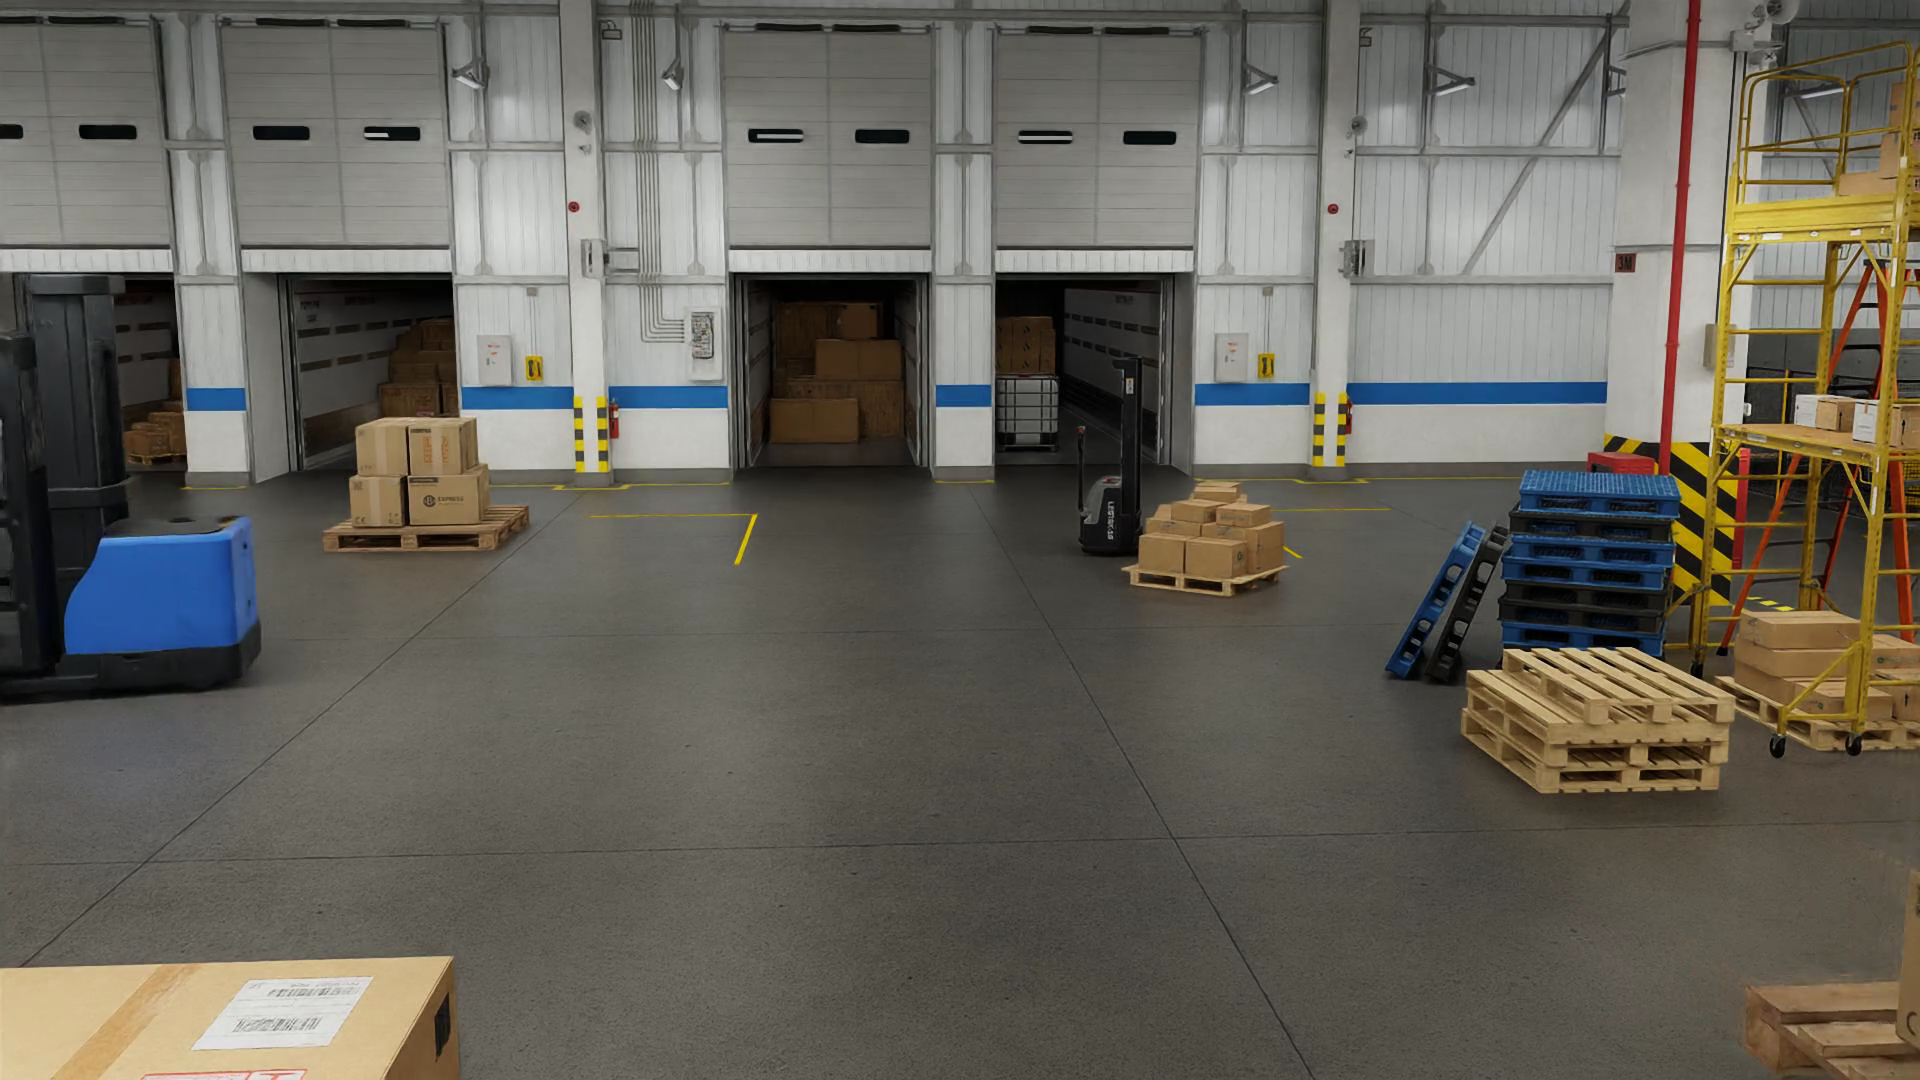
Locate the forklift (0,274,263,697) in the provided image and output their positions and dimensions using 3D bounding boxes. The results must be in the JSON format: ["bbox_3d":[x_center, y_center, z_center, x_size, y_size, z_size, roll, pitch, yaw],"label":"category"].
[{"bbox_3d":[-5.918,-0.414,11.348,1.873,2.768,1.129,-2,9,-14],"label":"forklift"}]

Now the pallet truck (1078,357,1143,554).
[{"bbox_3d":[2.088,-0.836,16.757,1.885,1.965,0.823,2,9,13],"label":"pallet truck"}]
